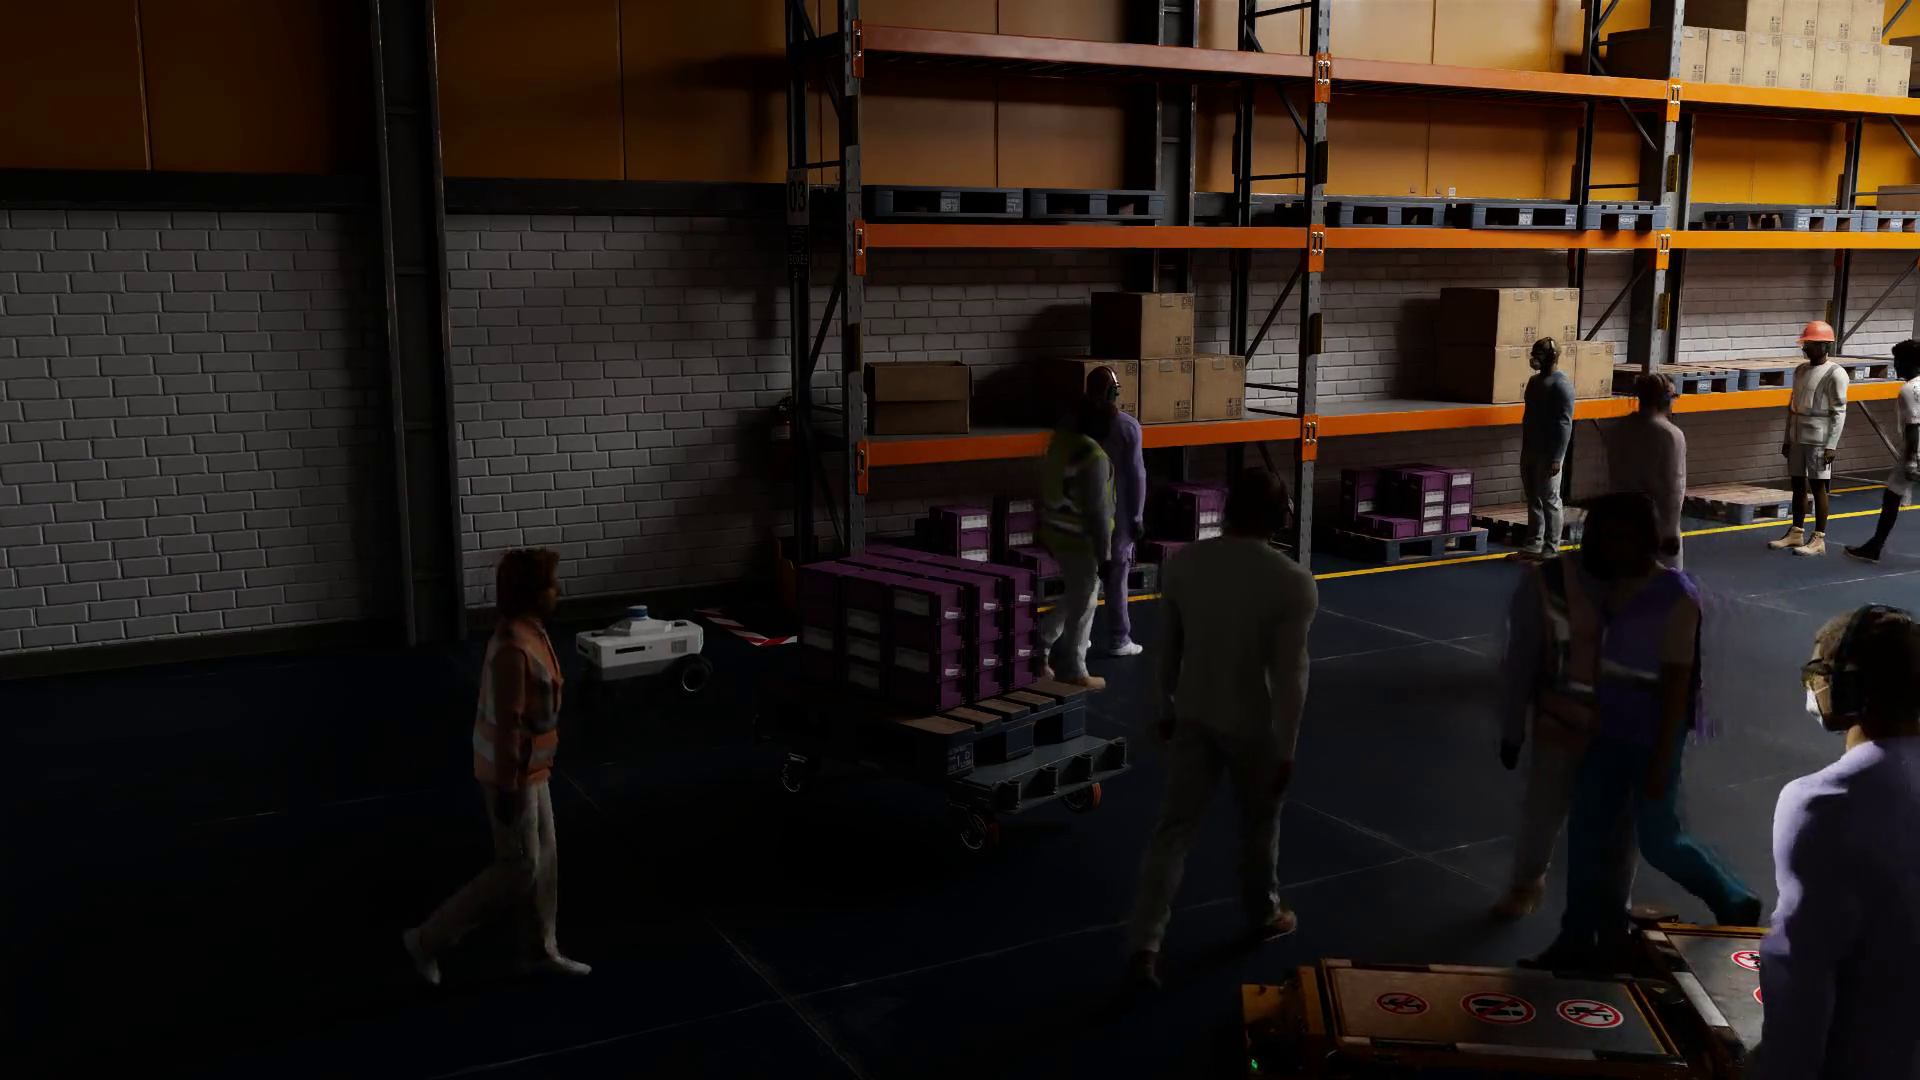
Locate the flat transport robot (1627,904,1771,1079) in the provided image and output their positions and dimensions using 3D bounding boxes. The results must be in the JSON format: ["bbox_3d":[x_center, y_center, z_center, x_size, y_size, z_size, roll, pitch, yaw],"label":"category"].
[{"bbox_3d":[2.703,1.571,5.490,0.652,0.197,1.431,1,10,7],"label":"flat transport robot"}]

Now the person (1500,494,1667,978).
[{"bbox_3d":[2.347,0.677,6.306,0.646,1.800,0.806,1,10,6],"label":"person"}]

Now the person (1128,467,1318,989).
[{"bbox_3d":[0.937,0.682,6.025,0.660,1.883,1.036,7,12,37],"label":"person"}]

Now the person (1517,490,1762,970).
[{"bbox_3d":[2.522,0.715,6.019,0.813,1.815,0.609,-3,10,-15],"label":"person"}]

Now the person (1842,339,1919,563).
[{"bbox_3d":[7.986,-0.720,13.988,0.643,1.909,0.834,-8,12,-37],"label":"person"}]

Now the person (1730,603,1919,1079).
[{"bbox_3d":[1.876,1.080,3.541,0.672,1.922,0.453,-5,11,-28],"label":"person"}]

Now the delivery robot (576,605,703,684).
[{"bbox_3d":[-1.892,0.629,9.824,0.707,0.478,0.477,-6,12,-31],"label":"delivery robot"}]

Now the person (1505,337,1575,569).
[{"bbox_3d":[4.870,-0.724,13.908,0.369,1.939,0.631,-2,10,-10],"label":"person"}]

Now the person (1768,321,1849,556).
[{"bbox_3d":[7.413,-0.885,14.517,0.362,2.046,0.614,-2,10,-12],"label":"person"}]

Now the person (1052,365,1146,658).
[{"bbox_3d":[0.928,-0.185,10.892,0.640,1.910,0.401,6,11,31],"label":"person"}]

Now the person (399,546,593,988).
[{"bbox_3d":[-1.659,0.826,5.888,0.577,1.622,0.531,-2,10,-9],"label":"person"}]

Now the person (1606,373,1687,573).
[{"bbox_3d":[4.283,-0.104,10.452,0.533,1.892,0.648,-2,10,-12],"label":"person"}]

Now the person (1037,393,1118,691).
[{"bbox_3d":[0.694,0.032,9.907,0.464,1.821,0.663,-4,10,-19],"label":"person"}]

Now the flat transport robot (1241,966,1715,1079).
[{"bbox_3d":[1.643,1.594,5.356,1.431,0.197,0.652,1,10,7],"label":"flat transport robot"}]
